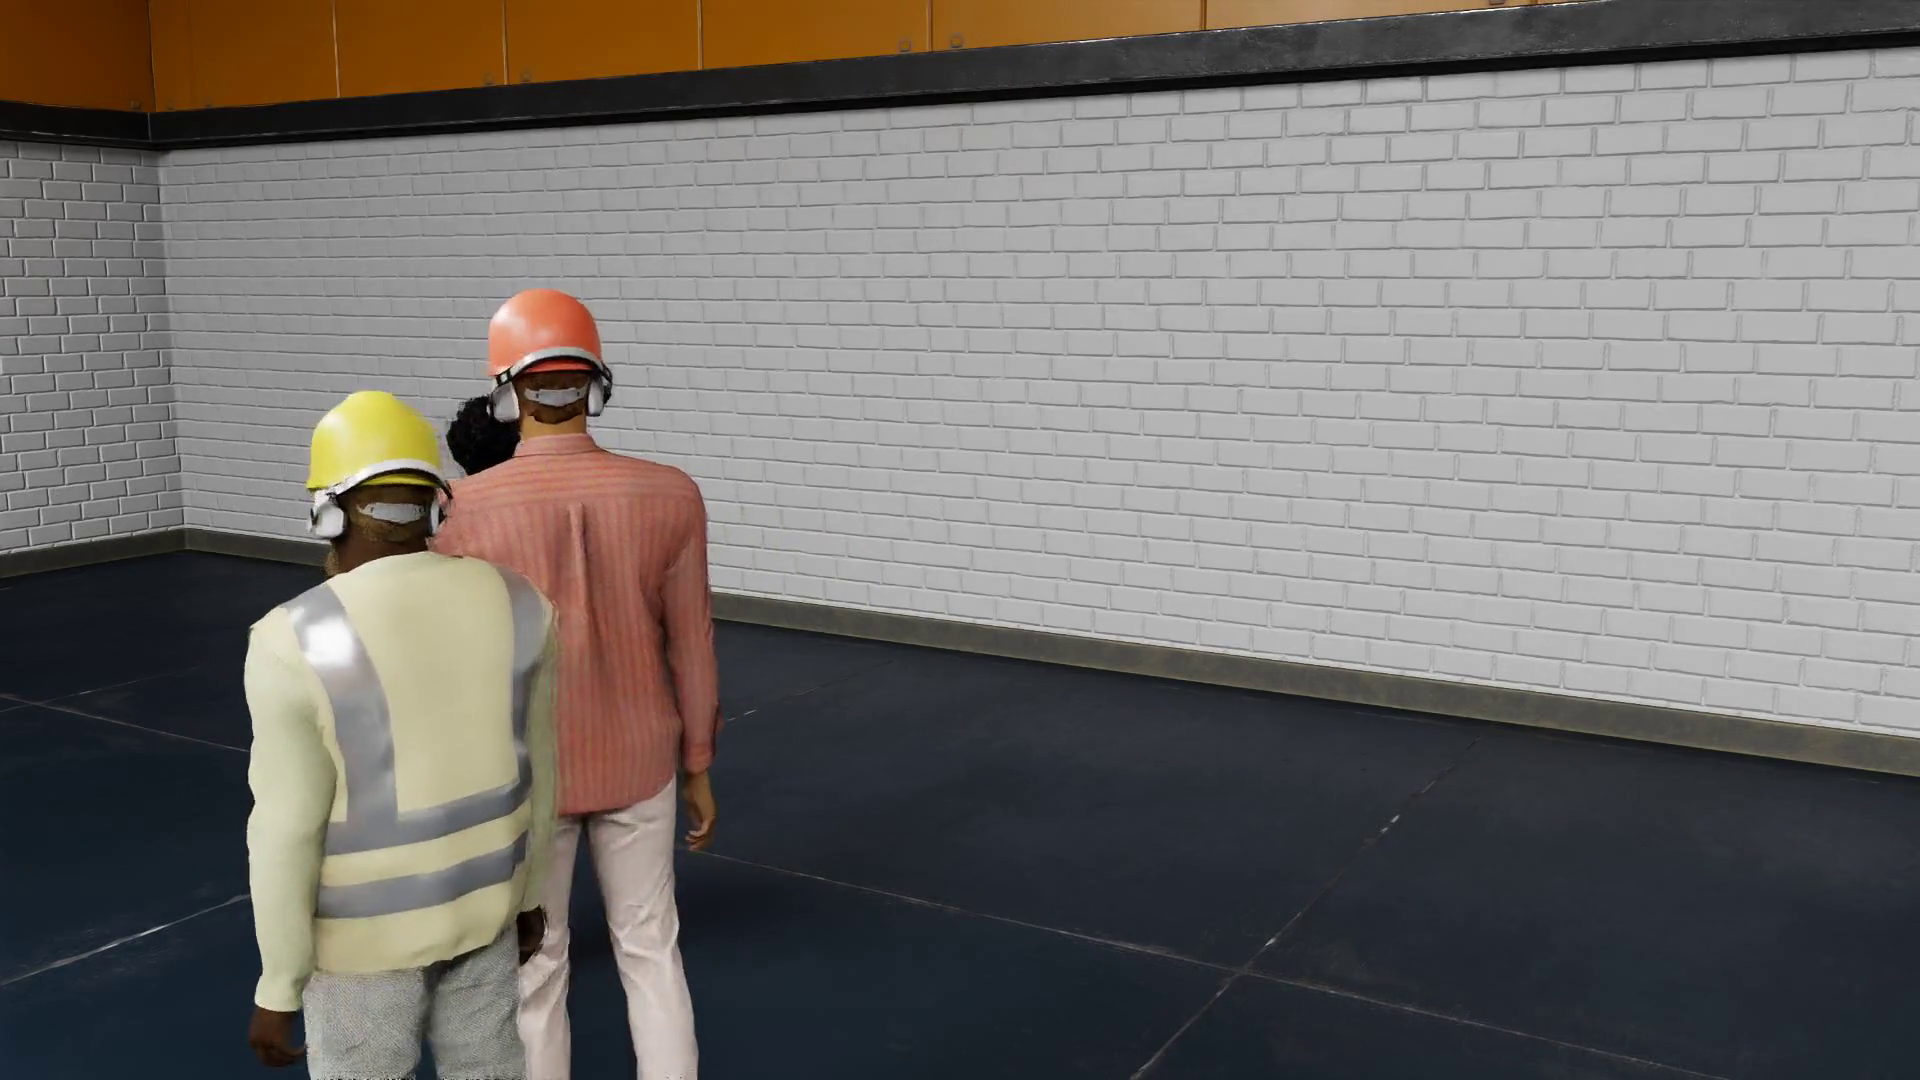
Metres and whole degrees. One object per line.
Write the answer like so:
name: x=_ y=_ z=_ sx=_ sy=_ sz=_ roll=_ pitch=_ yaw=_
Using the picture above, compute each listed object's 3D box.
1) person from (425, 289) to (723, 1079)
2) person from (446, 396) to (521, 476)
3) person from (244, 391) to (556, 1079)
person: x=-0.819 y=0.482 z=3.480 sx=0.649 sy=1.988 sz=0.411 roll=-5 pitch=10 yaw=-27
person: x=-1.328 y=0.435 z=4.723 sx=0.535 sy=1.688 sz=0.417 roll=3 pitch=9 yaw=16
person: x=-0.971 y=0.650 z=2.942 sx=0.404 sy=1.829 sz=0.607 roll=7 pitch=11 yaw=37
